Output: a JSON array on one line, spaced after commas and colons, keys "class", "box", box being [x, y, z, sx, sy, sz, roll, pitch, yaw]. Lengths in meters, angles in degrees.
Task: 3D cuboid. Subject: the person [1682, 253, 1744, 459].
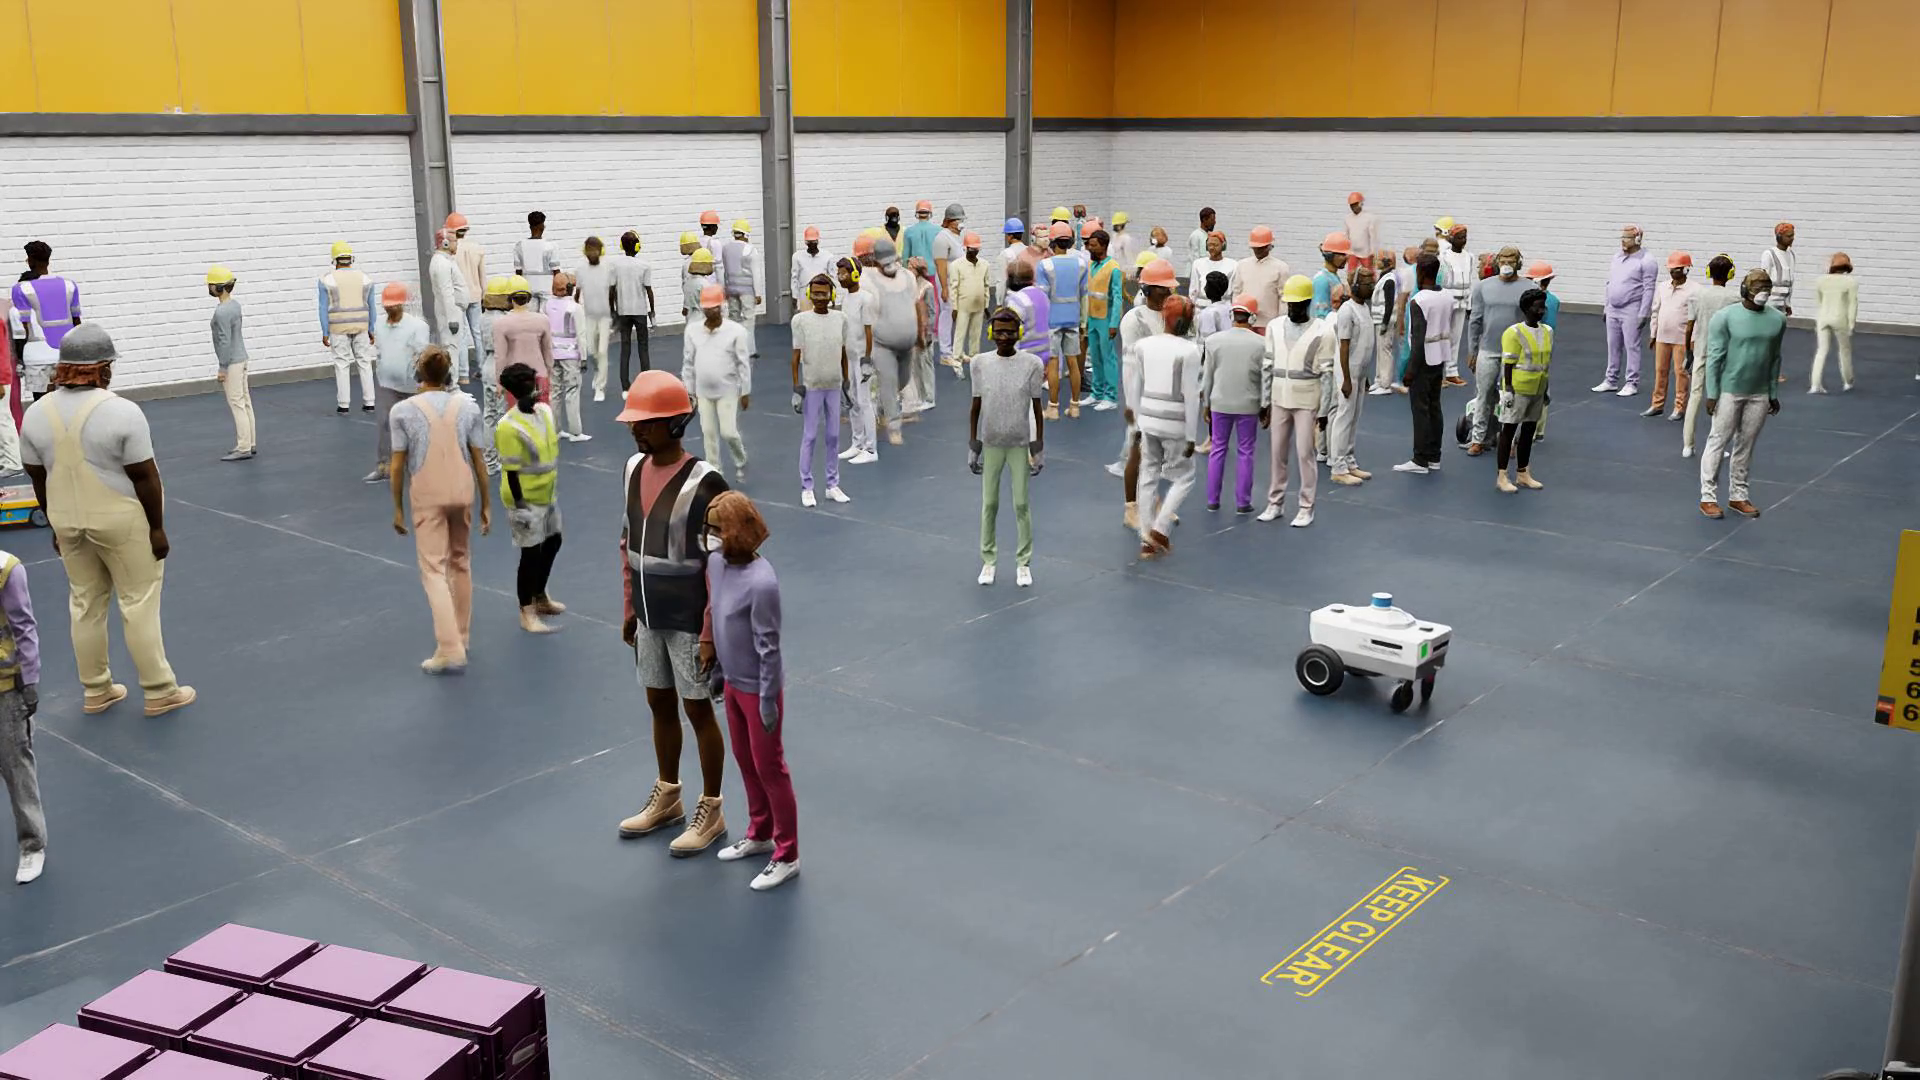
[{"class": "person", "box": [6.867, -1.667, 15.175, 0.513, 1.877, 0.328, 11, 18, 37]}]

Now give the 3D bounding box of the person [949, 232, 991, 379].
[{"class": "person", "box": [0.137, -2.820, 20.022, 0.563, 1.752, 0.341, -9, 16, -31]}]

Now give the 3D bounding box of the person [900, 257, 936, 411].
[{"class": "person", "box": [-0.440, -2.213, 17.833, 0.310, 1.638, 0.523, -9, 17, -33]}]

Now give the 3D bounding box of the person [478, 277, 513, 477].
[{"class": "person", "box": [-3.962, -1.404, 14.412, 0.484, 1.736, 0.342, 13, 19, 42]}]

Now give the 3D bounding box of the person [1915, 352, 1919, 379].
[{"class": "person", "box": [11.749, -2.831, 19.768, 0.409, 1.910, 0.594, -6, 15, -22]}]

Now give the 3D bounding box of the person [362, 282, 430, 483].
[{"class": "person", "box": [-4.765, -1.371, 14.339, 0.602, 1.722, 0.799, 6, 15, 21]}]

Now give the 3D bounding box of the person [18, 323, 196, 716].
[{"class": "person", "box": [-4.378, -0.104, 8.591, 0.673, 2.000, 0.536, 2, 14, 9]}]

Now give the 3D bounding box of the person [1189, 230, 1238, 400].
[{"class": "person", "box": [2.774, -2.436, 18.228, 0.574, 1.883, 0.356, 6, 15, 23]}]

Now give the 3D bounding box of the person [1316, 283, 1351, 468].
[{"class": "person", "box": [3.373, -1.468, 14.851, 0.313, 1.642, 0.513, -2, 14, -6]}]

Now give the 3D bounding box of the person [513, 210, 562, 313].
[{"class": "person", "box": [-5.257, -3.128, 20.823, 0.611, 1.965, 0.362, 2, 14, 7]}]

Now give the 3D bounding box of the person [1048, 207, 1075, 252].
[{"class": "person", "box": [1.365, -3.526, 22.486, 0.361, 1.930, 0.588, 4, 14, 14]}]

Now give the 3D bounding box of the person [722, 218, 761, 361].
[{"class": "person", "box": [-2.821, -3.240, 21.565, 0.595, 1.824, 0.403, 8, 16, 29]}]

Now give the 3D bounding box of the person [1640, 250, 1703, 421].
[{"class": "person", "box": [7.362, -2.106, 17.172, 0.343, 1.749, 0.573, -9, 17, -31]}]

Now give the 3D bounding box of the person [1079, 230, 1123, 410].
[{"class": "person", "box": [1.532, -2.356, 17.838, 0.389, 1.918, 0.590, -7, 16, -26]}]

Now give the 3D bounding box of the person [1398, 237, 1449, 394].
[{"class": "person", "box": [5.074, -2.419, 18.311, 0.515, 1.822, 0.800, 0, 14, -1]}]

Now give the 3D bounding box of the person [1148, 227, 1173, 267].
[{"class": "person", "box": [2.755, -3.523, 23.098, 0.279, 1.627, 0.507, -9, 16, -31]}]

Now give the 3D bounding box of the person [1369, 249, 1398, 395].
[{"class": "person", "box": [4.792, -2.463, 18.825, 0.312, 1.642, 0.512, 1, 14, 5]}]

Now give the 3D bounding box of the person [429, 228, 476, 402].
[{"class": "person", "box": [-5.590, -2.468, 18.307, 0.411, 1.909, 0.643, -5, 15, -20]}]

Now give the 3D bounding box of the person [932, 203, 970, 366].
[{"class": "person", "box": [-0.032, -3.252, 21.168, 0.538, 2.000, 0.683, 7, 16, 25]}]

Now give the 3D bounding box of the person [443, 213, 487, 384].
[{"class": "person", "box": [-5.871, -2.851, 19.651, 0.383, 1.995, 0.622, 11, 18, 39]}]

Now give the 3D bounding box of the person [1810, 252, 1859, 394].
[{"class": "person", "box": [9.978, -2.470, 18.960, 0.764, 1.587, 0.509, -12, 18, -39]}]

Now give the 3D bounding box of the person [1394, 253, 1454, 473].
[{"class": "person", "box": [4.100, -1.543, 14.591, 0.371, 1.915, 0.597, 13, 19, 41]}]

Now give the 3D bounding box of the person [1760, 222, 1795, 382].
[{"class": "person", "box": [9.649, -2.797, 19.673, 0.575, 1.882, 0.355, -10, 17, -34]}]

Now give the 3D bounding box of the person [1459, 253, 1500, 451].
[{"class": "person", "box": [4.957, -1.755, 15.587, 0.373, 1.840, 0.571, 9, 16, 31]}]

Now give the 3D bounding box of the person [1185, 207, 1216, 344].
[{"class": "person", "box": [3.292, -3.586, 22.778, 0.384, 1.910, 0.596, 8, 16, 30]}]

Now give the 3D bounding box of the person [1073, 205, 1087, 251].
[{"class": "person", "box": [2.129, -5.088, 29.341, 0.313, 1.634, 0.514, 3, 14, 10]}]

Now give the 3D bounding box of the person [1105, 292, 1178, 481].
[{"class": "person", "box": [1.609, -1.377, 14.327, 0.715, 1.718, 0.503, 13, 19, 41]}]

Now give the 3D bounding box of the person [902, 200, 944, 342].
[{"class": "person", "box": [-0.504, -3.780, 23.411, 0.608, 1.985, 0.414, 0, 14, 0]}]

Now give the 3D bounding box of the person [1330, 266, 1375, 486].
[{"class": "person", "box": [3.356, -1.394, 14.141, 0.345, 1.846, 0.508, 8, 16, 29]}]

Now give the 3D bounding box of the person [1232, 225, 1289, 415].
[{"class": "person", "box": [3.127, -2.299, 17.468, 0.608, 1.987, 0.393, 9, 17, 32]}]

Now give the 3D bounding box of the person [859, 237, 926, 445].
[{"class": "person", "box": [-0.738, -1.982, 16.095, 0.722, 2.000, 0.830, -11, 18, -37]}]

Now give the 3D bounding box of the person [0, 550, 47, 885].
[{"class": "person", "box": [-3.930, 0.588, 6.639, 0.515, 1.640, 0.315, -1, 14, -5]}]

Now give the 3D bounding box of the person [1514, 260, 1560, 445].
[{"class": "person", "box": [5.476, -1.784, 15.884, 0.330, 1.751, 0.565, 11, 18, 38]}]

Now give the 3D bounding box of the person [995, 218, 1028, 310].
[{"class": "person", "box": [0.658, -2.816, 19.635, 0.607, 1.940, 0.417, -12, 18, -40]}]

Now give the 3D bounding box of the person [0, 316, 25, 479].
[{"class": "person", "box": [-8.418, -1.406, 14.402, 0.574, 1.740, 0.348, 12, 19, 41]}]

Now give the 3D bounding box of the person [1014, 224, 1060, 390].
[{"class": "person", "box": [0.910, -2.637, 18.985, 0.643, 1.909, 0.410, -12, 19, -40]}]

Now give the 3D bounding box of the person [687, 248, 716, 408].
[{"class": "person", "box": [-2.734, -2.233, 17.722, 0.335, 1.734, 0.482, -8, 16, -29]}]

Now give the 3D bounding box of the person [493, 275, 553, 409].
[{"class": "person", "box": [-3.714, -1.365, 14.186, 0.523, 1.769, 0.322, -10, 17, -35]}]

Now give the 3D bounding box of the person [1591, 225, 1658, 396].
[{"class": "person", "box": [7.503, -2.585, 18.776, 0.409, 1.907, 0.650, -6, 15, -23]}]

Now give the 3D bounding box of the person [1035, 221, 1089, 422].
[{"class": "person", "box": [1.021, -2.245, 17.139, 0.615, 2.041, 0.392, -7, 15, -24]}]

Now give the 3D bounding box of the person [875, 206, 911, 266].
[{"class": "person", "box": [-0.987, -3.930, 24.279, 0.627, 1.847, 0.429, -4, 14, -14]}]
